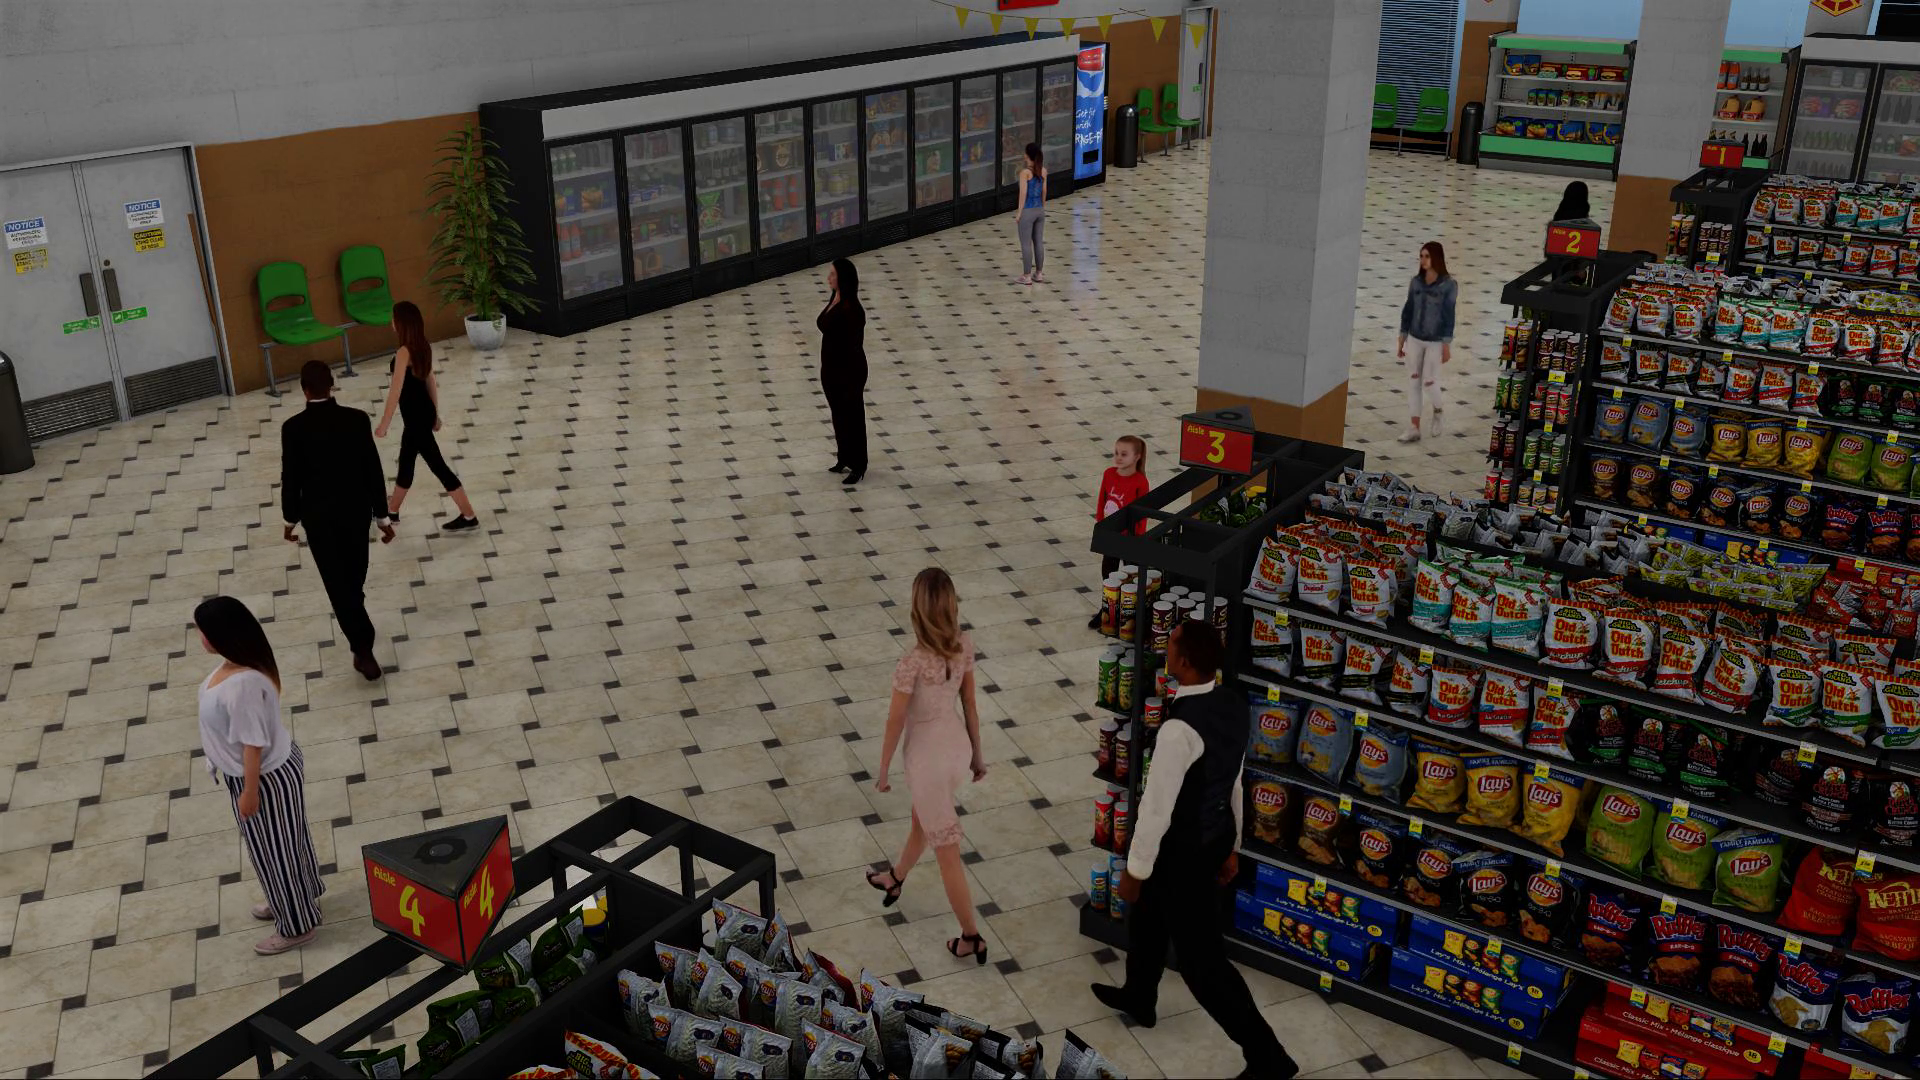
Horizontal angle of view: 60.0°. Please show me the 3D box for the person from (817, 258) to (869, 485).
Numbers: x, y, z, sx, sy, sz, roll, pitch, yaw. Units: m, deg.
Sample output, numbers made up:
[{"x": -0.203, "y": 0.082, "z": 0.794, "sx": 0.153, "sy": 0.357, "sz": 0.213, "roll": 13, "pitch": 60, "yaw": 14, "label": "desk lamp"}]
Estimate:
[{"x": -0.888, "y": -1.324, "z": 12.953, "sx": 0.824, "sy": 1.758, "sz": 0.721, "roll": -9, "pitch": 24, "yaw": -21, "label": "person"}]

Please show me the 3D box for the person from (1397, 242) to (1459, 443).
[{"x": 3.935, "y": -1.649, "z": 13.848, "sx": 0.762, "sy": 1.695, "sz": 0.710, "roll": -20, "pitch": 29, "yaw": -41, "label": "person"}]

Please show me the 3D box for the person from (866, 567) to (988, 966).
[{"x": -0.028, "y": 1.032, "z": 7.057, "sx": 0.740, "sy": 1.784, "sz": 1.069, "roll": -20, "pitch": 29, "yaw": -41, "label": "person"}]

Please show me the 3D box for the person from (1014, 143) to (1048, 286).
[{"x": 0.824, "y": -3.785, "z": 19.278, "sx": 0.622, "sy": 1.609, "sz": 0.606, "roll": -18, "pitch": 28, "yaw": -37, "label": "person"}]

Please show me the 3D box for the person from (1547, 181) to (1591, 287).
[{"x": 6.131, "y": -2.818, "z": 16.876, "sx": 0.859, "sy": 1.606, "sz": 0.755, "roll": -8, "pitch": 23, "yaw": -20, "label": "person"}]

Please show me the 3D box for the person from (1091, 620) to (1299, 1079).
[{"x": 0.954, "y": 1.244, "z": 6.385, "sx": 1.228, "sy": 1.890, "sz": 0.705, "roll": 15, "pitch": 26, "yaw": 32, "label": "person"}]

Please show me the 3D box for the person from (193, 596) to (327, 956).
[{"x": -3.054, "y": 1.003, "z": 7.264, "sx": 0.847, "sy": 1.684, "sz": 0.756, "roll": -8, "pitch": 23, "yaw": -18, "label": "person"}]

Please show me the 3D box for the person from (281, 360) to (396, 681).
[{"x": -3.615, "y": -0.074, "z": 9.723, "sx": 1.026, "sy": 1.848, "sz": 1.353, "roll": -14, "pitch": 26, "yaw": -32, "label": "person"}]

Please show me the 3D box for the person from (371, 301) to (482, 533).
[{"x": -3.755, "y": -0.819, "z": 11.806, "sx": 1.170, "sy": 1.678, "sz": 0.986, "roll": 0, "pitch": 22, "yaw": 1, "label": "person"}]

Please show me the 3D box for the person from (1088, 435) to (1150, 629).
[{"x": 1.018, "y": -0.041, "z": 10.401, "sx": 0.448, "sy": 1.281, "sz": 0.554, "roll": 13, "pitch": 25, "yaw": 30, "label": "person"}]
